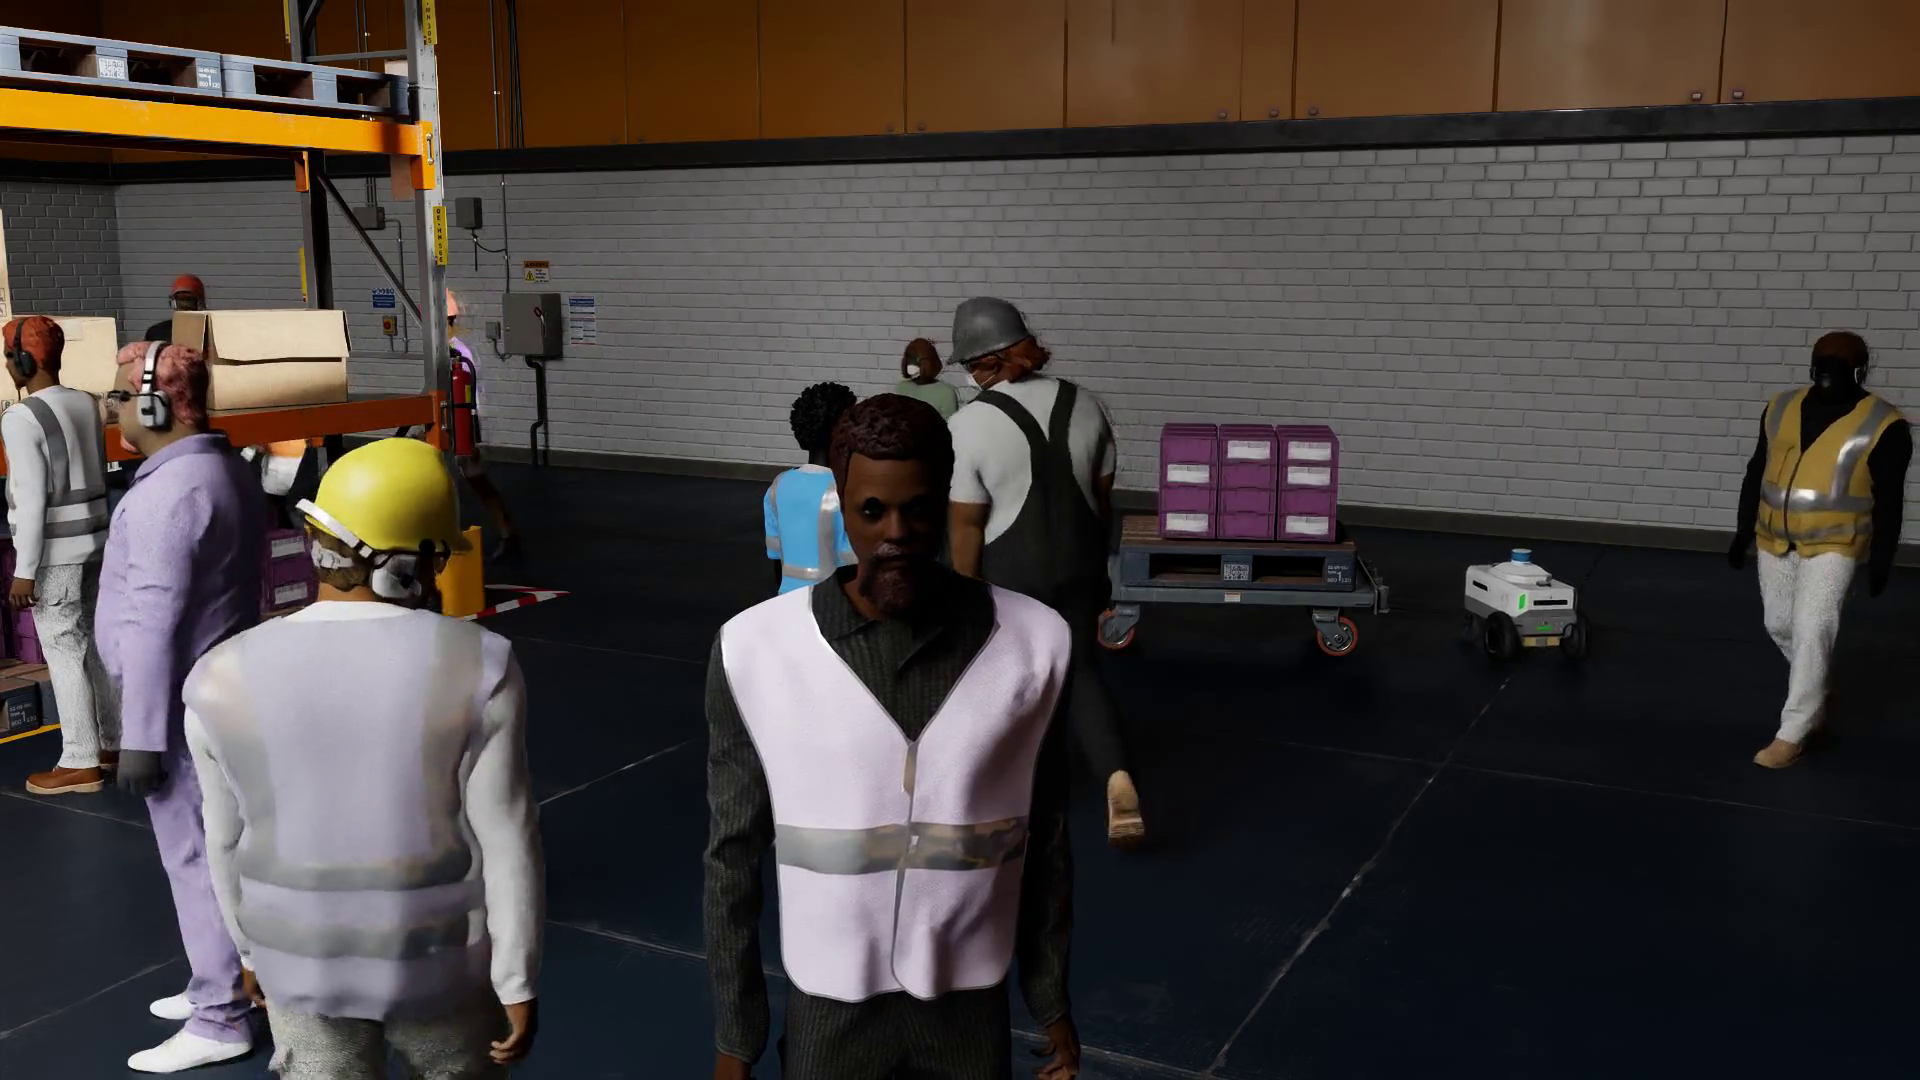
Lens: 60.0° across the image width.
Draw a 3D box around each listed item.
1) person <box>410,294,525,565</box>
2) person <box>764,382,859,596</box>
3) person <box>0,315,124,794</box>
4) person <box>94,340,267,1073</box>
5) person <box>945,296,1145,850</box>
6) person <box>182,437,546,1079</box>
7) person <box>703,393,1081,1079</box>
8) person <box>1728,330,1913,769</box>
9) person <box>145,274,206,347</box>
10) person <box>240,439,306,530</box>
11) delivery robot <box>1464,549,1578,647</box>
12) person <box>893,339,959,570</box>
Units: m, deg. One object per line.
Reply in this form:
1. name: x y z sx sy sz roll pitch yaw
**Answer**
1. person: -3.435 -0.724 11.145 1.024 1.878 0.557 -3 10 -19
2. person: -0.448 0.314 5.652 0.318 1.697 0.534 -9 13 -42
3. person: -3.548 0.060 6.578 0.337 1.883 0.584 1 10 3
4. person: -2.035 0.433 4.375 0.409 1.906 0.646 -2 10 -9
5. person: 0.273 0.101 5.888 0.733 2.000 0.857 -5 11 -28
6. person: -1.023 0.722 2.934 0.598 1.810 0.448 -1 10 -8
7. person: -0.104 0.720 2.662 0.600 1.917 0.376 -2 10 -13
8. person: 3.648 0.012 7.069 0.865 1.814 0.630 -6 11 -30
9. person: -5.661 -0.976 12.312 0.657 1.970 0.525 -5 11 -28
10. person: -4.497 -0.574 10.839 0.442 1.680 0.565 -4 10 -20
11. delivery robot: 2.968 0.290 8.824 0.477 0.478 0.707 -1 10 -7
12. person: -0.268 -0.446 10.344 0.512 1.592 0.831 9 13 43
